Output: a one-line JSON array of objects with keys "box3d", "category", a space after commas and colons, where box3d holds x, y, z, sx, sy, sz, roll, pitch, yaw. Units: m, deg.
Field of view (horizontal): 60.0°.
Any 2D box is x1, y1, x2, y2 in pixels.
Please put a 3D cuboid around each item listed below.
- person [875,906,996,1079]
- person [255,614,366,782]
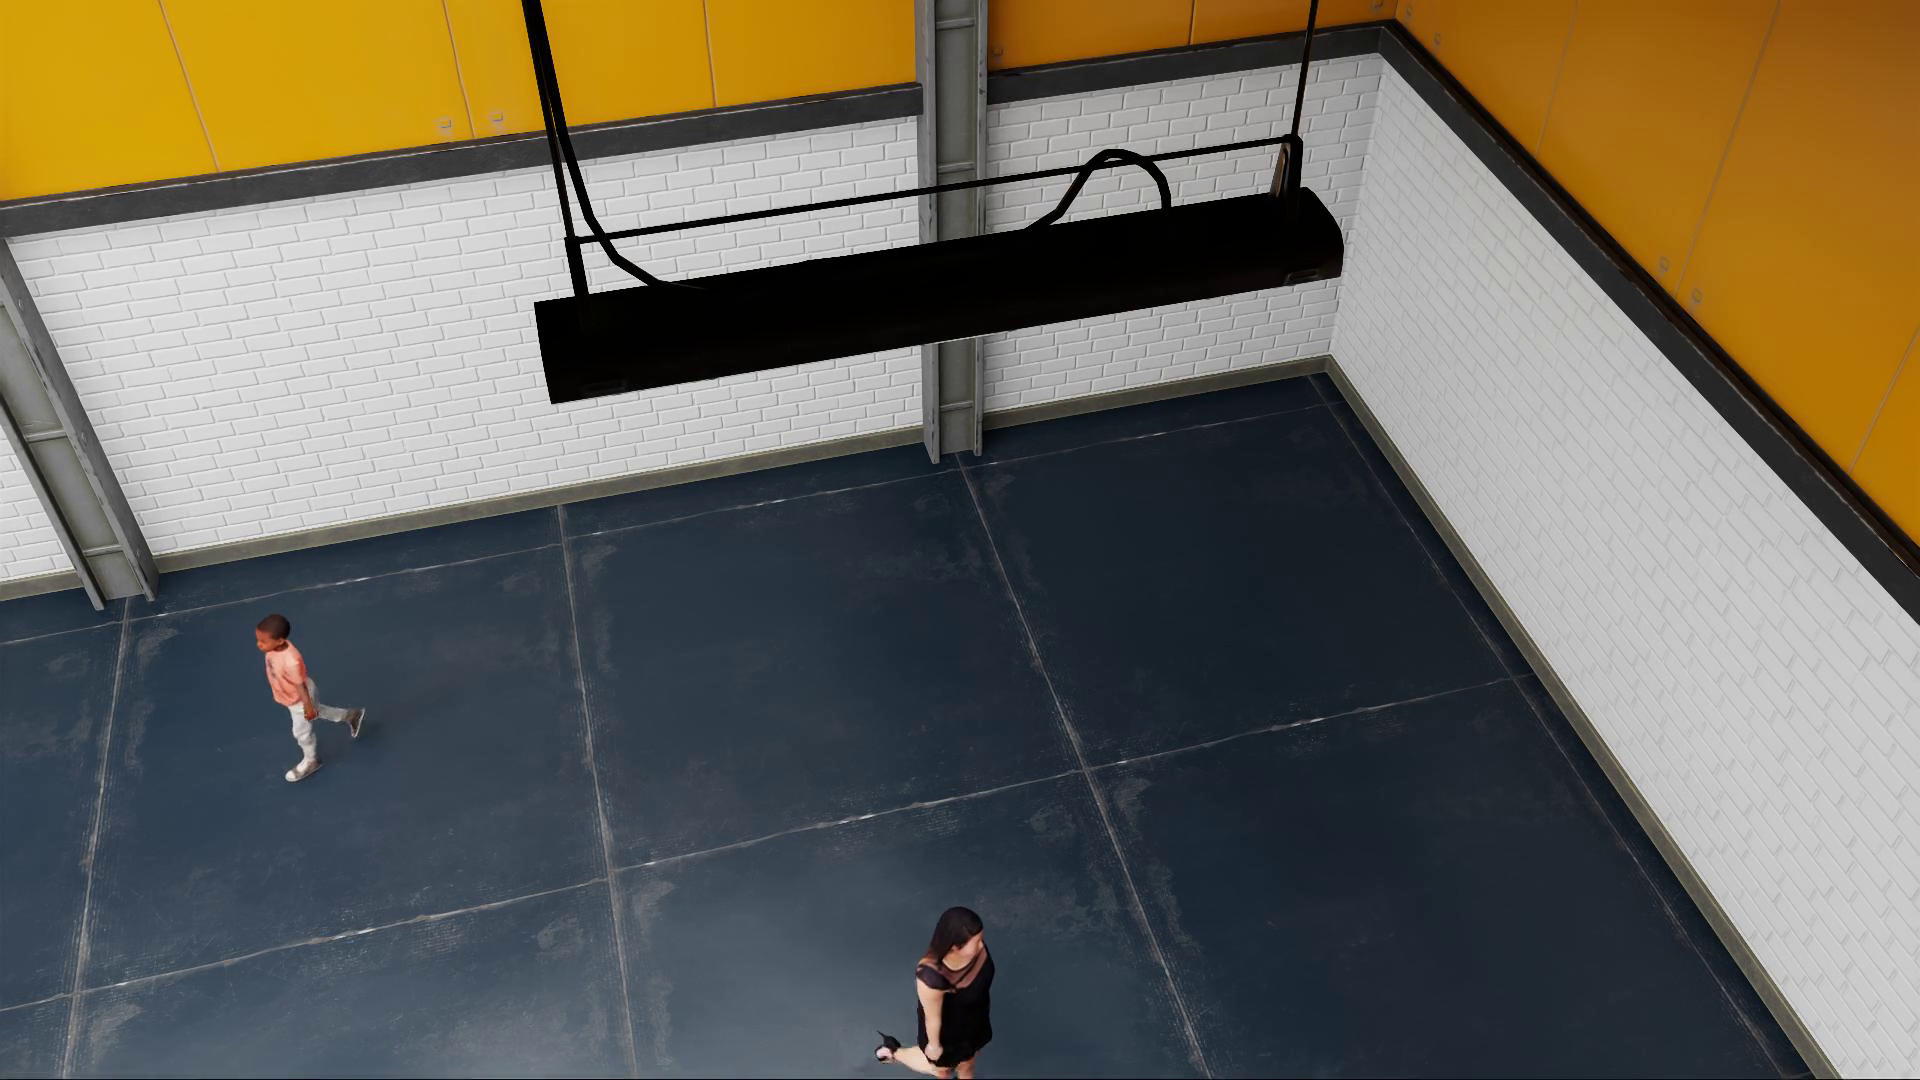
[{"box3d": [-0.116, 2.361, 8.352, 1.015, 1.699, 0.957, 22, 48, 21], "category": "person"}, {"box3d": [-4.008, 0.902, 10.174, 0.871, 1.298, 0.662, -28, 50, -26], "category": "person"}]
